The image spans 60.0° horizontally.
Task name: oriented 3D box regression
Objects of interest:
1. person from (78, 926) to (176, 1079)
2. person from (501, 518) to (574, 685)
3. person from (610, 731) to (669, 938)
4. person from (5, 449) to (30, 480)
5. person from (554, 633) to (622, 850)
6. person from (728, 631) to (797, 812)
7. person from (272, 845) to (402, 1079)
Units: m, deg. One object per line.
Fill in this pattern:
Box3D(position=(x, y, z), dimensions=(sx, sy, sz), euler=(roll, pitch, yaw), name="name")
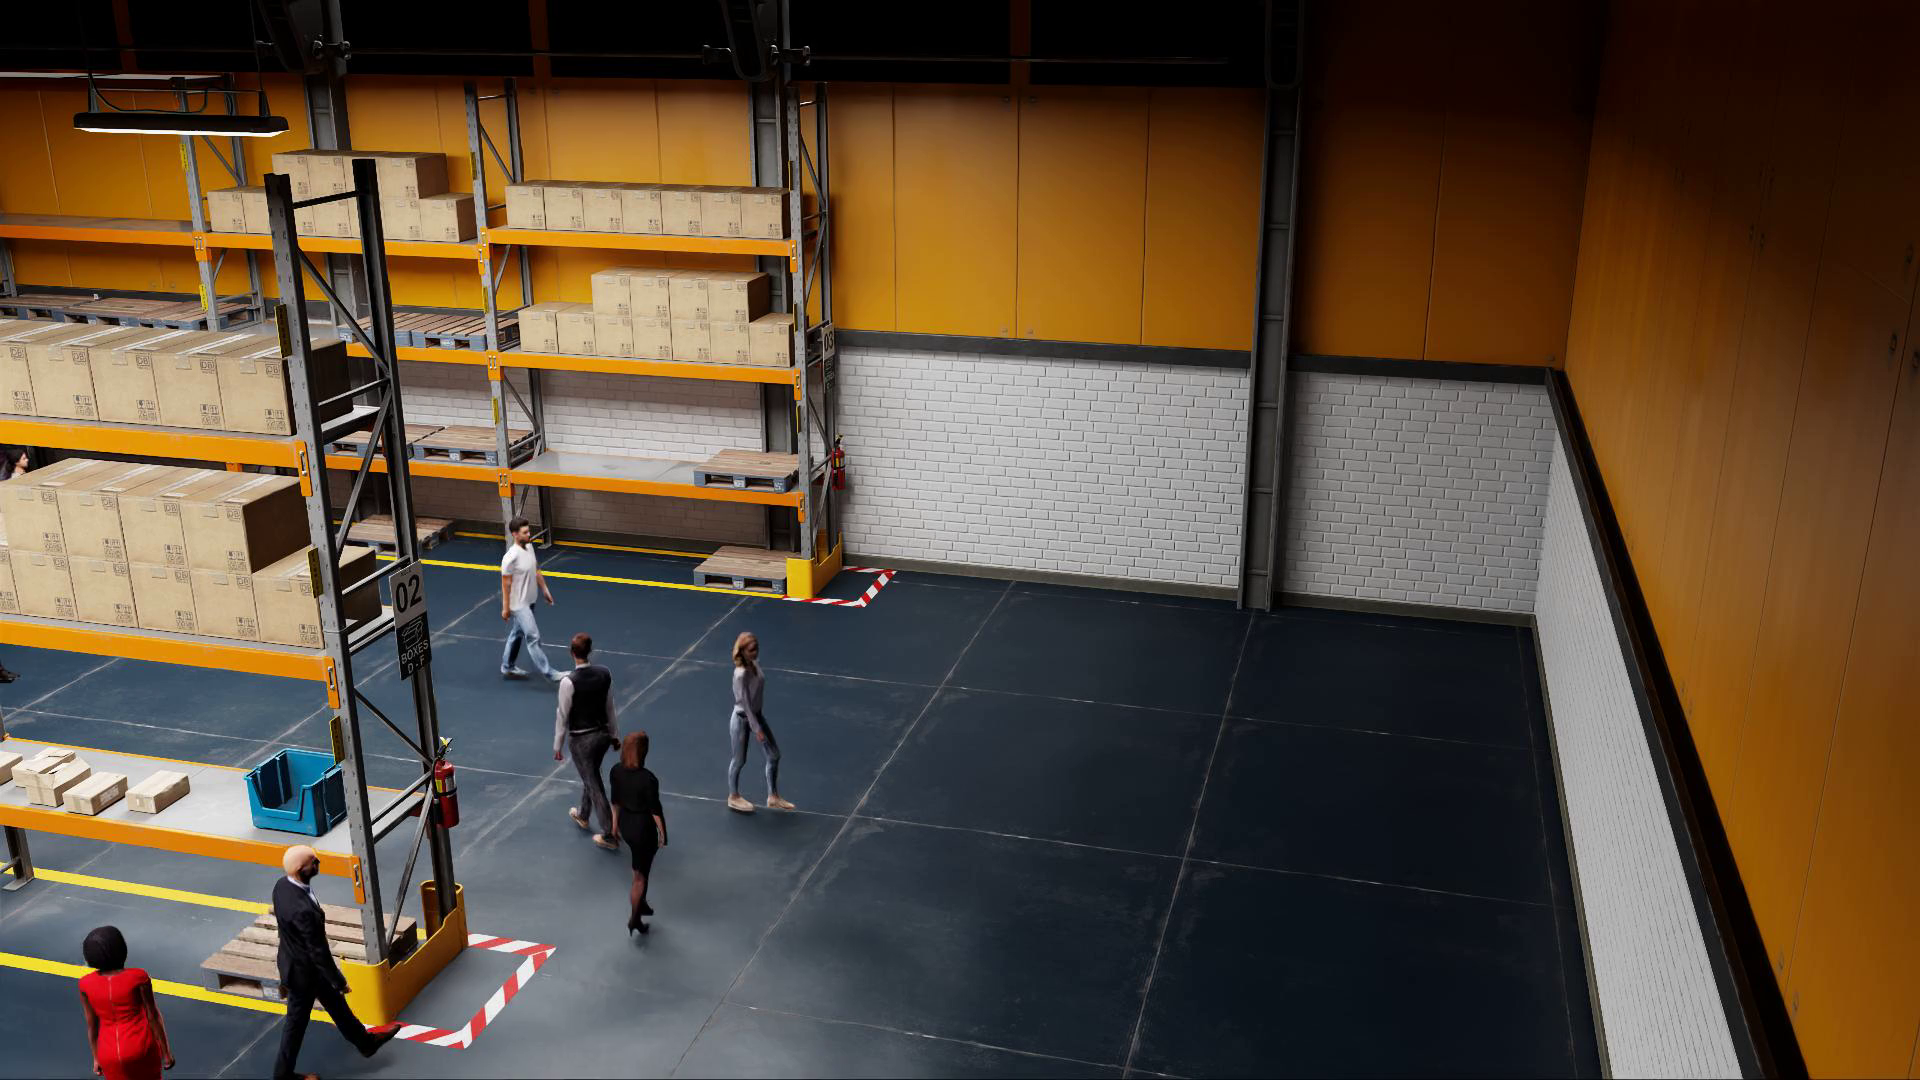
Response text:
Box3D(position=(-5.088, 3.196, 10.112), dimensions=(0.987, 1.719, 0.929), euler=(-2, 19, -6), name="person")
Box3D(position=(-4.683, 0.652, 17.518), dimensions=(1.131, 1.812, 0.721), euler=(3, 19, 10), name="person")
Box3D(position=(-2.542, 2.298, 12.819), dimensions=(0.655, 1.692, 0.744), euler=(11, 22, 29), name="person")
Box3D(position=(-11.429, -0.244, 20.272), dimensions=(1.003, 1.753, 0.915), euler=(-8, 20, -23), name="person")
Box3D(position=(-3.080, 1.741, 14.130), dimensions=(1.146, 1.913, 0.985), euler=(16, 24, 39), name="person")
Box3D(position=(-1.958, 1.630, 14.697), dimensions=(0.882, 1.761, 0.666), euler=(7, 20, 20), name="person")
Box3D(position=(-4.426, 2.872, 11.002), dimensions=(1.213, 1.765, 1.152), euler=(-11, 22, -29), name="person")
